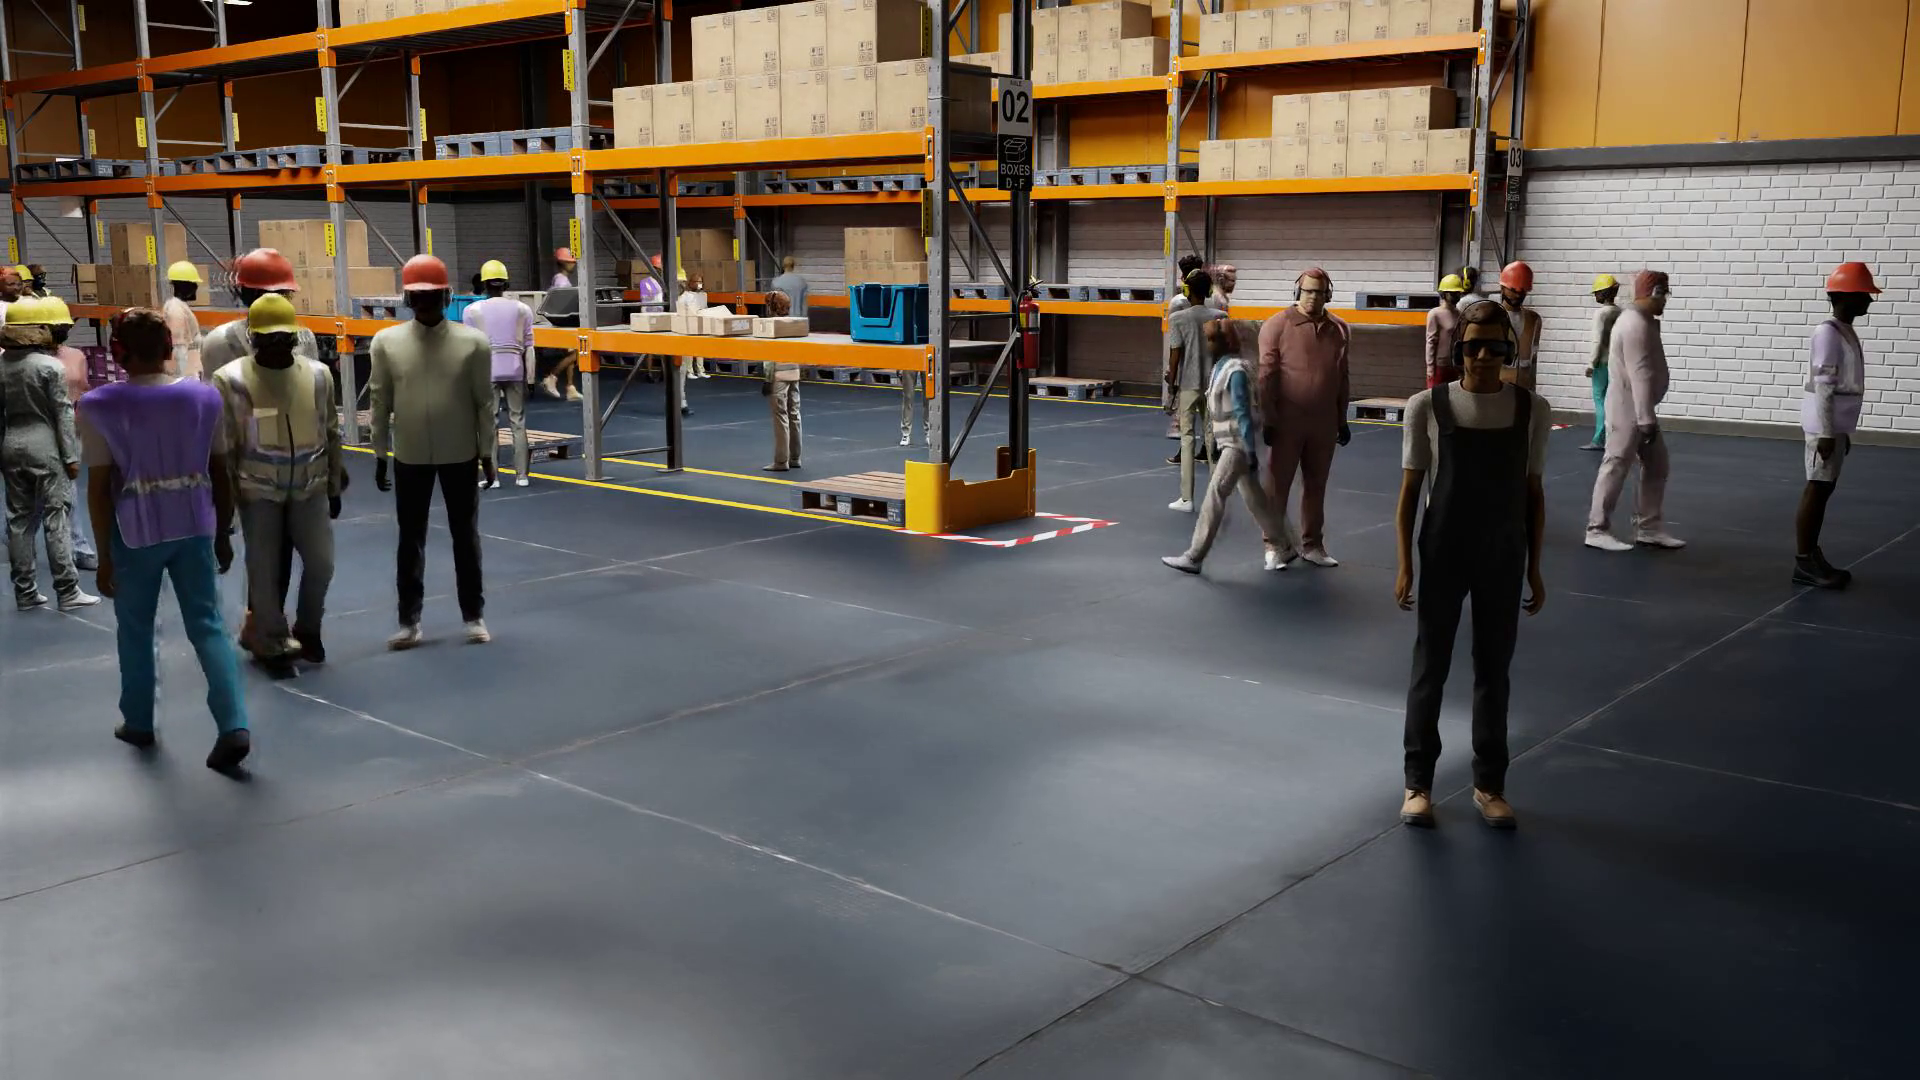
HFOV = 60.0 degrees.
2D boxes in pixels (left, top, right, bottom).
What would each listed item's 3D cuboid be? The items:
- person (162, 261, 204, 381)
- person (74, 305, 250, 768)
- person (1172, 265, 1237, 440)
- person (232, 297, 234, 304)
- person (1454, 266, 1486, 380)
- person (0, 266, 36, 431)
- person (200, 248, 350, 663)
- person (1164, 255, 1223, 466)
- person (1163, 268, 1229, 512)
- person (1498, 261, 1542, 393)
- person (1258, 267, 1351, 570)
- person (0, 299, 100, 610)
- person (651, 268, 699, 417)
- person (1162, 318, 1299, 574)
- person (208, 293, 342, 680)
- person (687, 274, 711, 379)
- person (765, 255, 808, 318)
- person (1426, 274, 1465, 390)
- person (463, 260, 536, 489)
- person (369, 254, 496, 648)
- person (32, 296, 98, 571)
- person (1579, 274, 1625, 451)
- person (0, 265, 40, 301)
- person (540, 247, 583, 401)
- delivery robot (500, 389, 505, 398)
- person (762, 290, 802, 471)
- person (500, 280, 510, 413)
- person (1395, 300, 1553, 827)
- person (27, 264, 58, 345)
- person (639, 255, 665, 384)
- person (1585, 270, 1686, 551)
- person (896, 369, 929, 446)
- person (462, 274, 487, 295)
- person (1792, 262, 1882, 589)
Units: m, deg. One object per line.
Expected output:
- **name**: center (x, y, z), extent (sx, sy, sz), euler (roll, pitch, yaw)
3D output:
- **person**: center (-6.986, -1.538, 14.973), extent (0.577, 1.940, 0.632), euler (-5, 11, -26)
- **person**: center (-3.114, -0.014, 6.521), extent (0.955, 1.805, 0.574), euler (9, 14, 42)
- **person**: center (2.699, -1.957, 17.475), extent (0.961, 1.841, 0.701), euler (0, 10, 2)
- **person**: center (-10.254, -3.013, 24.096), extent (0.507, 1.631, 0.274), euler (-9, 13, -41)
- **person**: center (5.226, -1.873, 17.006), extent (0.549, 1.847, 0.605), euler (-9, 13, -41)
- **person**: center (-8.666, -1.581, 15.298), extent (0.610, 1.856, 0.618), euler (5, 11, 27)
- **person**: center (-3.336, -0.391, 8.065), extent (0.501, 2.017, 0.642), euler (4, 11, 24)
- **person**: center (2.164, -1.663, 15.480), extent (0.600, 1.959, 0.375), euler (-6, 12, -33)
- **person**: center (1.809, -1.146, 12.790), extent (0.521, 1.873, 0.336), euler (-3, 10, -16)
- **person**: center (3.973, -1.049, 12.078), extent (0.545, 1.927, 0.385), euler (-3, 10, -15)
- **person**: center (2.193, -0.762, 10.520), extent (0.637, 1.904, 0.403), euler (-3, 10, -17)
- **person**: center (-5.162, -0.470, 9.313), extent (0.487, 1.740, 0.313), euler (1, 10, 8)
- **person**: center (-3.318, -2.366, 19.948), extent (0.600, 1.799, 0.815), euler (-8, 13, -37)
- **person**: center (1.735, -0.573, 10.329), extent (0.879, 1.594, 0.553), euler (0, 10, 0)
- **person**: center (-3.183, -0.243, 7.798), extent (0.615, 1.815, 0.426), euler (-8, 12, -37)
- **person**: center (-4.090, -3.318, 25.858), extent (0.282, 1.624, 0.493), euler (6, 12, 32)
- **person**: center (-2.605, -3.212, 24.414), extent (0.619, 1.921, 0.642), euler (8, 13, 39)
- **person**: center (4.743, -1.695, 16.214), extent (0.533, 1.767, 0.323), euler (-7, 12, -36)
- **person**: center (-3.883, -1.391, 14.049), extent (0.587, 1.920, 0.395), euler (-5, 11, -27)
- **person**: center (-2.671, -0.447, 8.457), extent (0.620, 1.992, 0.390), euler (-3, 10, -16)
- **person**: center (-5.775, -0.674, 10.519), extent (0.832, 1.730, 0.532), euler (4, 11, 21)
- **person**: center (6.447, -1.773, 16.676), extent (0.524, 1.762, 0.325), euler (-9, 13, -40)
- **person**: center (-10.537, -2.180, 18.781), extent (0.403, 1.834, 0.589), euler (2, 10, 13)
- **person**: center (-5.201, -2.822, 21.860), extent (0.531, 2.030, 0.641), euler (-2, 10, -12)
- **delivery robot**: center (-5.828, -1.927, 20.713), extent (0.707, 0.478, 0.477), euler (-2, 10, -12)
- **person**: center (-1.627, -1.444, 15.137), extent (0.314, 1.642, 0.515), euler (5, 11, 27)
- **person**: center (-5.533, -2.284, 19.864), extent (0.551, 1.650, 0.729), euler (0, 10, 3)
- **person**: center (1.788, 0.090, 5.821), extent (0.514, 1.844, 0.333), euler (1, 10, 5)
- **person**: center (-11.062, -2.386, 19.979), extent (0.430, 1.835, 0.621), euler (2, 10, 10)
- **person**: center (-4.517, -3.294, 24.871), extent (0.545, 1.926, 0.402), euler (-7, 12, -33)
- **person**: center (4.578, -0.842, 11.040), extent (0.777, 1.867, 0.706), euler (4, 11, 23)
- **person**: center (-0.416, -1.779, 17.065), extent (0.499, 1.634, 0.279), euler (-1, 10, -4)
- **person**: center (-7.193, -3.134, 24.751), extent (0.879, 1.628, 0.545), euler (7, 12, 34)
- **person**: center (5.248, -0.686, 9.974), extent (0.364, 1.939, 0.542), euler (7, 12, 36)
